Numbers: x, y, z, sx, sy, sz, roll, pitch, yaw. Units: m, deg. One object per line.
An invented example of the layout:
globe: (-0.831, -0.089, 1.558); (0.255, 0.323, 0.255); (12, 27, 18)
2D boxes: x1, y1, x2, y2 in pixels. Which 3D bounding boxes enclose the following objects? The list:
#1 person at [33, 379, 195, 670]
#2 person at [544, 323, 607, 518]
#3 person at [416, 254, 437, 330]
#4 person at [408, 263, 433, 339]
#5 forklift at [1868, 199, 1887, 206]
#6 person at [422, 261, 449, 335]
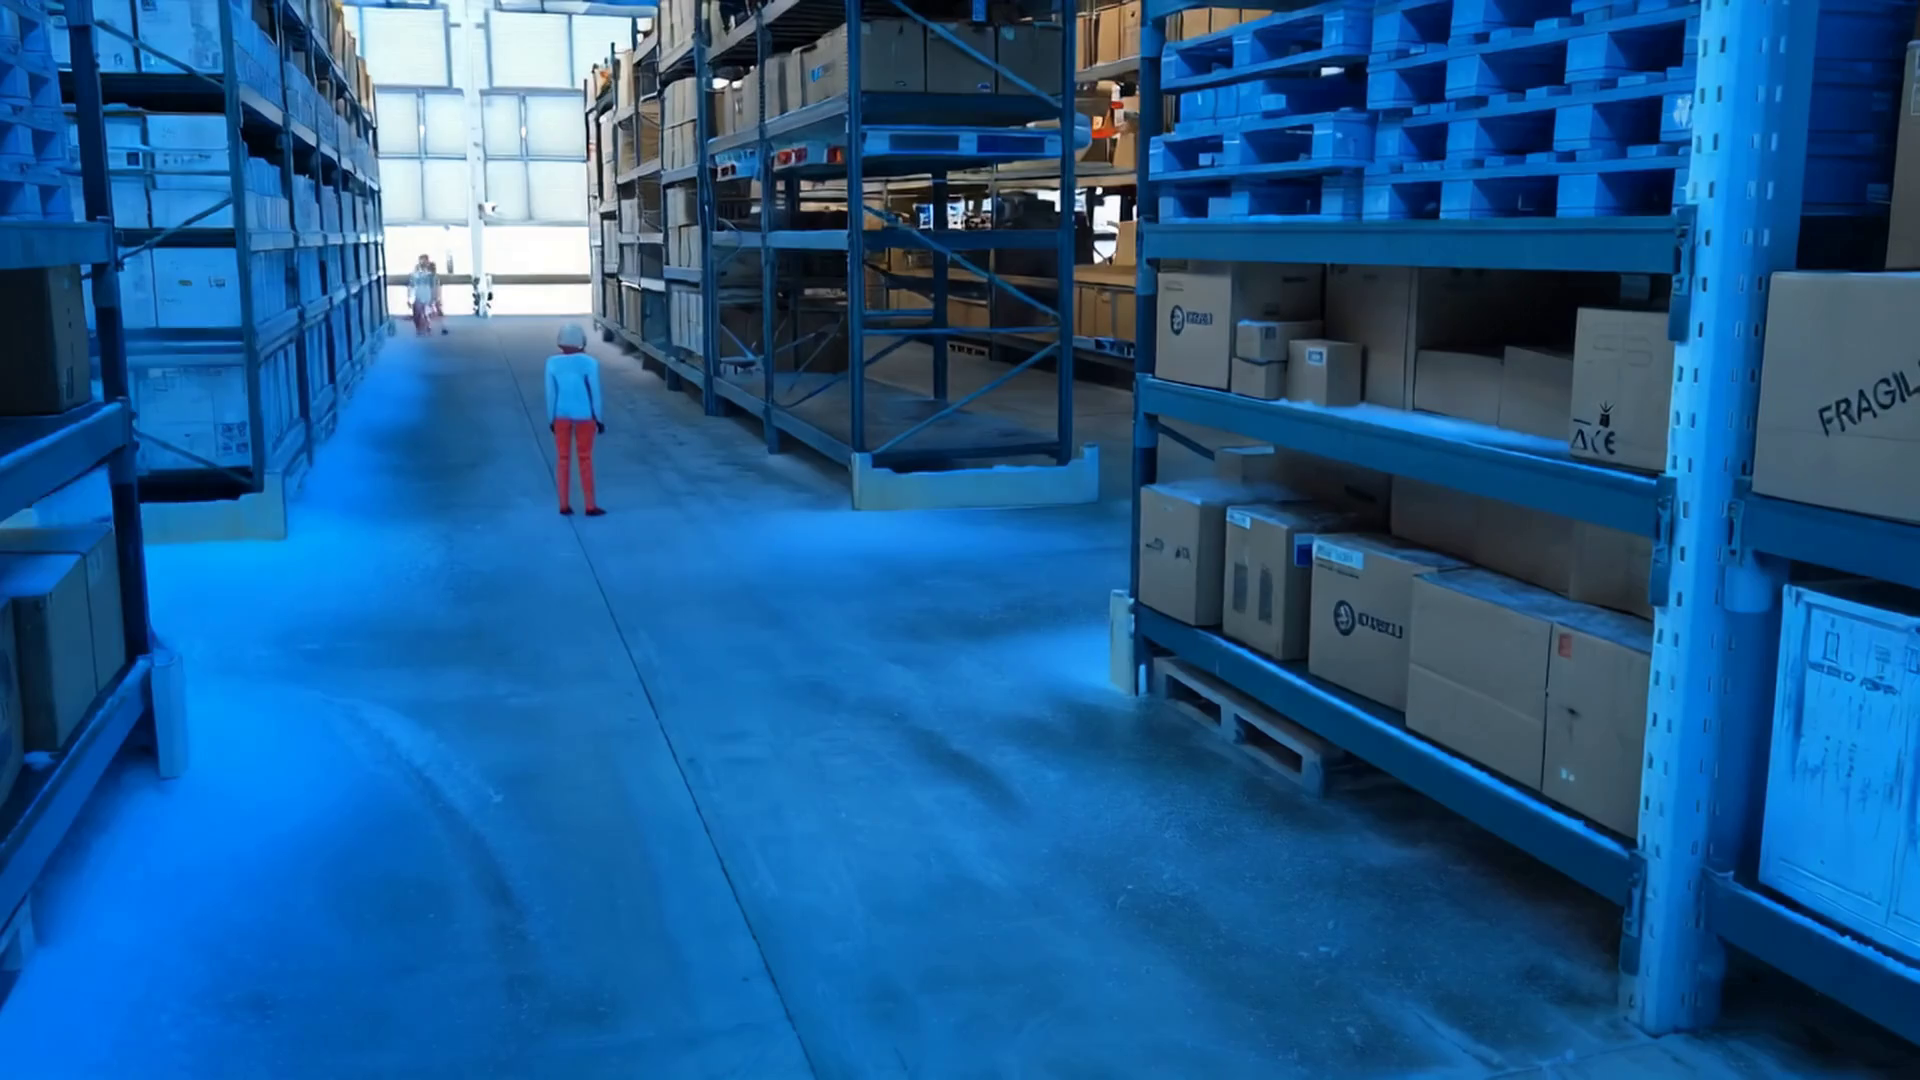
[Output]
person: (-4.362, -0.153, 8.340); (0.930, 2.011, 0.608); (0, 10, 0)
person: (-3.229, -0.998, 13.960); (0.497, 1.633, 0.278); (3, 11, 14)
person: (-13.405, -6.201, 41.724); (0.614, 1.915, 0.550); (0, 10, 0)
person: (-12.320, -5.437, 38.006); (0.552, 1.725, 0.855); (-4, 11, -20)
forklift: (11.338, -2.915, 21.052); (1.129, 2.768, 1.873); (-3, 11, -17)
person: (-12.673, -5.796, 39.910); (0.988, 1.780, 0.594); (9, 14, 42)
